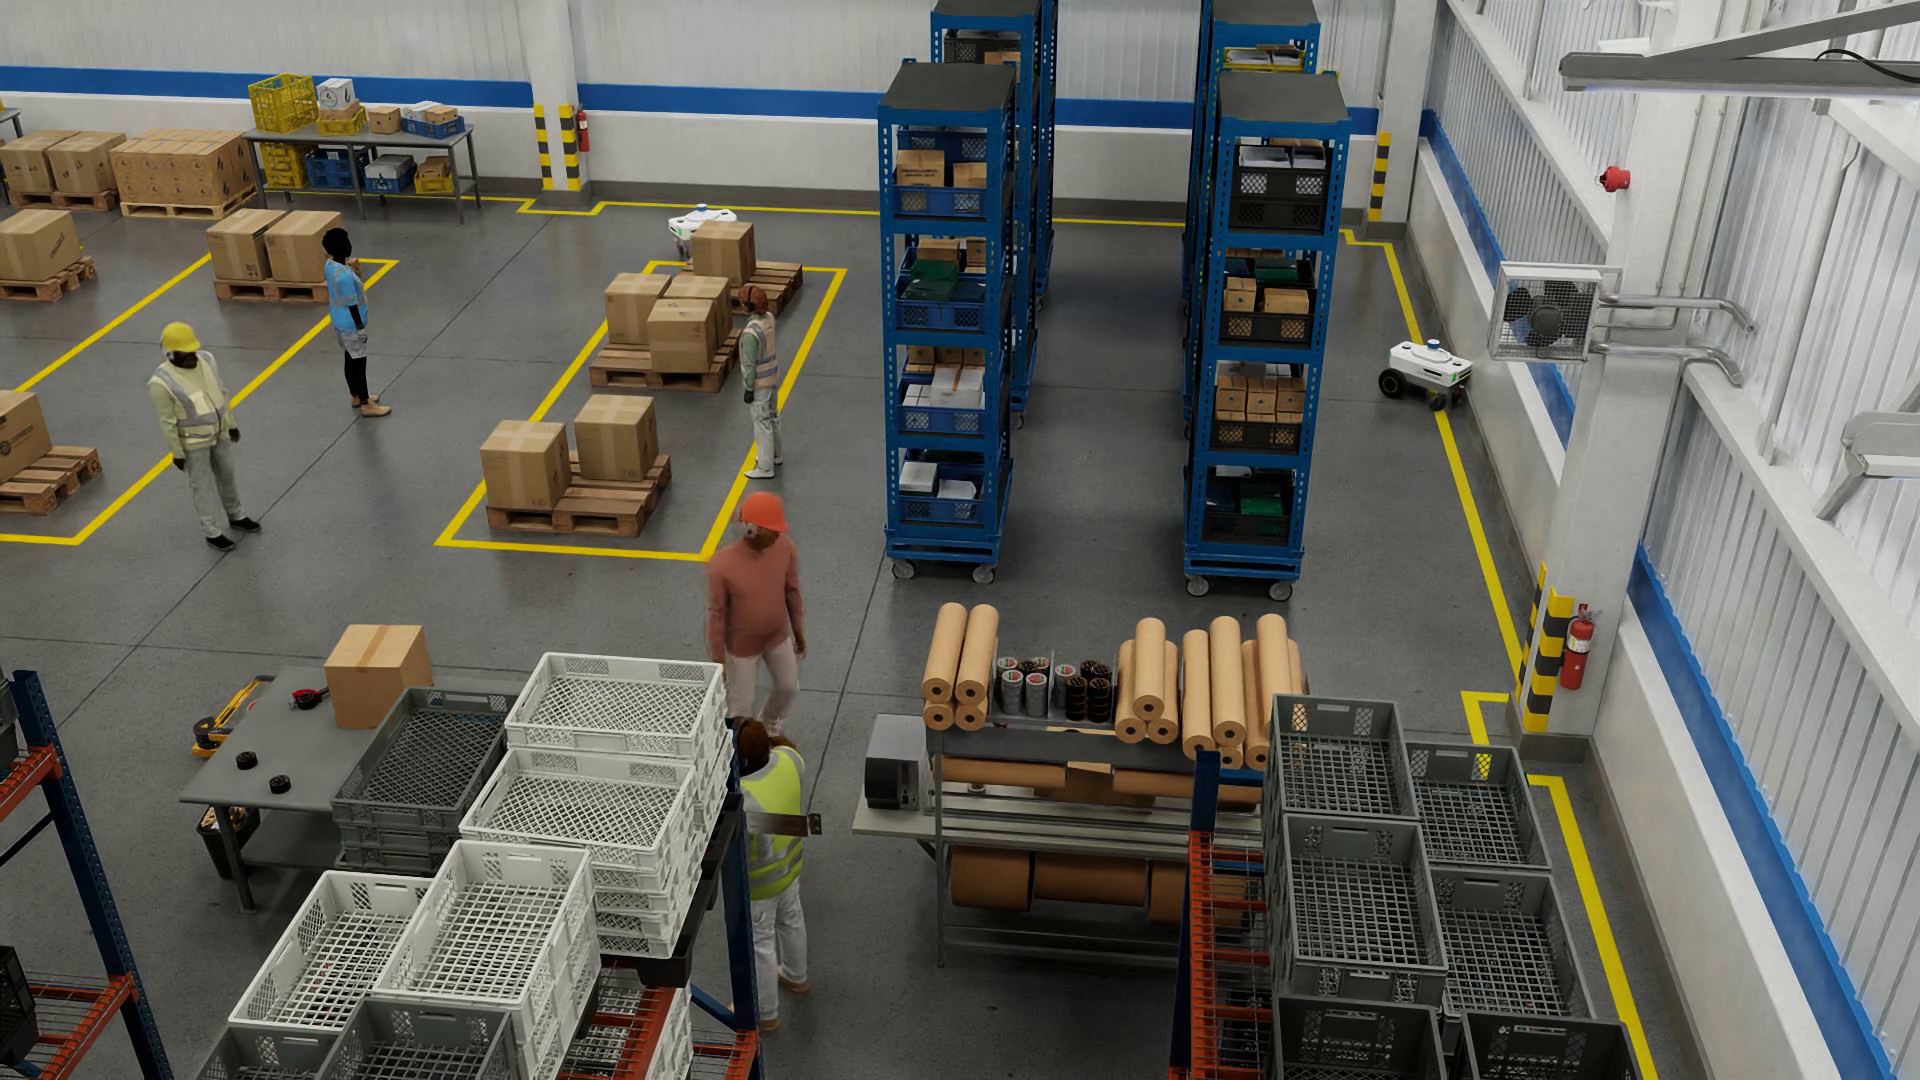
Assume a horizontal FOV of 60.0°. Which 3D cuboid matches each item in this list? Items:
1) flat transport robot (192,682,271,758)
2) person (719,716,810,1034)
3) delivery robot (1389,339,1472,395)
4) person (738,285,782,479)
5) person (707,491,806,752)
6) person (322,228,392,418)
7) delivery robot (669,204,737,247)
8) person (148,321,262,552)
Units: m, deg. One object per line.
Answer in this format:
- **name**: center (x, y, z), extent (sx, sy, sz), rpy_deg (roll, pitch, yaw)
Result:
- **flat transport robot**: center (-4.089, 1.163, 10.648), extent (1.431, 0.197, 0.652), rpy_deg (3, 30, 6)
- **person**: center (-0.998, 1.647, 8.279), extent (0.430, 1.837, 0.629), rpy_deg (14, 33, 22)
- **delivery robot**: center (4.230, -1.564, 14.962), extent (0.707, 0.478, 0.477), rpy_deg (26, 39, 37)
- **person**: center (-1.620, -1.290, 13.520), extent (0.310, 1.631, 0.509), rpy_deg (6, 31, 11)
- **person**: center (-1.231, 0.589, 9.974), extent (0.668, 1.969, 0.467), rpy_deg (-22, 37, -33)
- **person**: center (-5.301, -1.897, 14.496), extent (0.319, 1.697, 0.532), rpy_deg (-19, 35, -29)
- **delivery robot**: center (-2.804, -3.426, 18.159), extent (0.707, 0.478, 0.477), rpy_deg (-16, 34, -25)
- **person**: center (-5.677, -0.794, 12.477), extent (0.403, 1.825, 0.602), rpy_deg (12, 32, 19)
